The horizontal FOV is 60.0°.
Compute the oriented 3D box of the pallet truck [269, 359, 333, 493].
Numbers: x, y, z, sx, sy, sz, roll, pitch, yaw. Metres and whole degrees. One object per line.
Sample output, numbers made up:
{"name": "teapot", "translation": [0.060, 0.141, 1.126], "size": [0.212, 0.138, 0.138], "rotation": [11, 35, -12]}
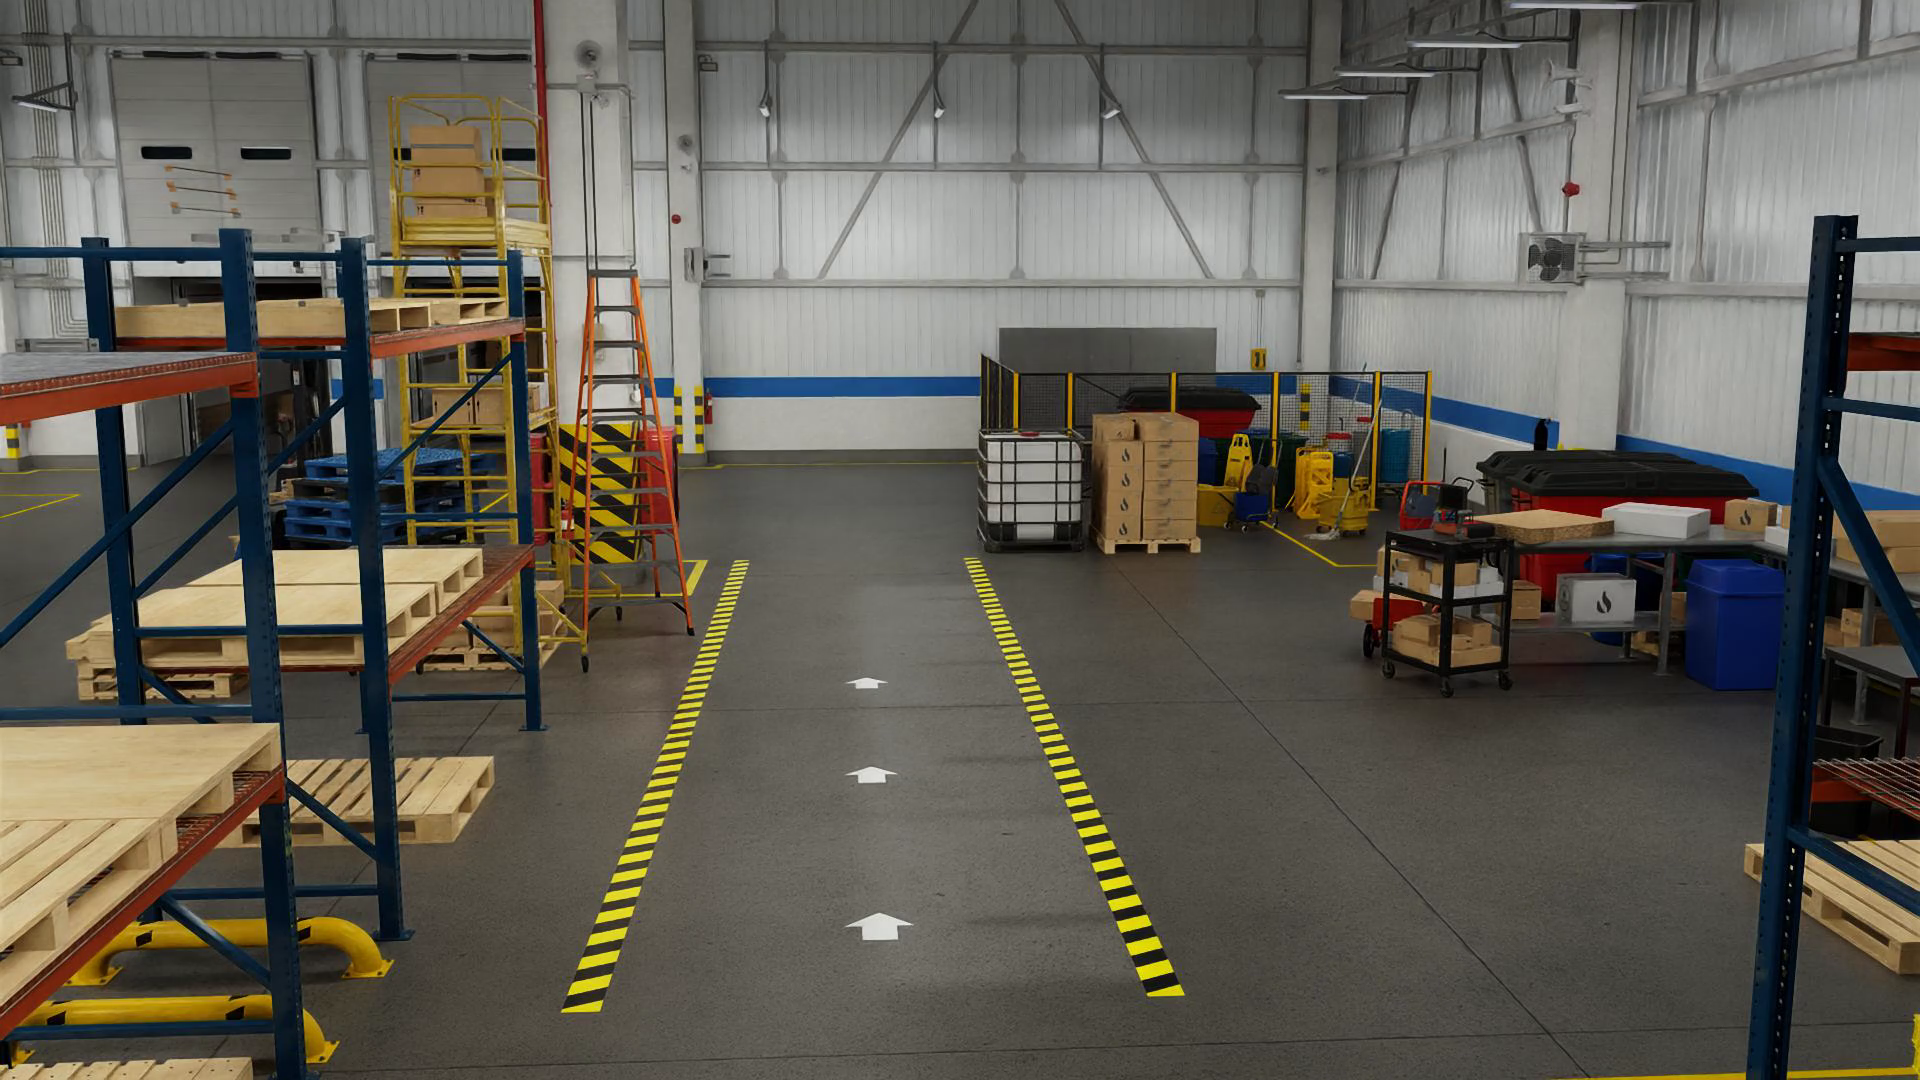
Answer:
{"name": "pallet truck", "translation": [-7.062, -1.131, 18.996], "size": [1.885, 1.965, 0.823], "rotation": [2, 9, 13]}
